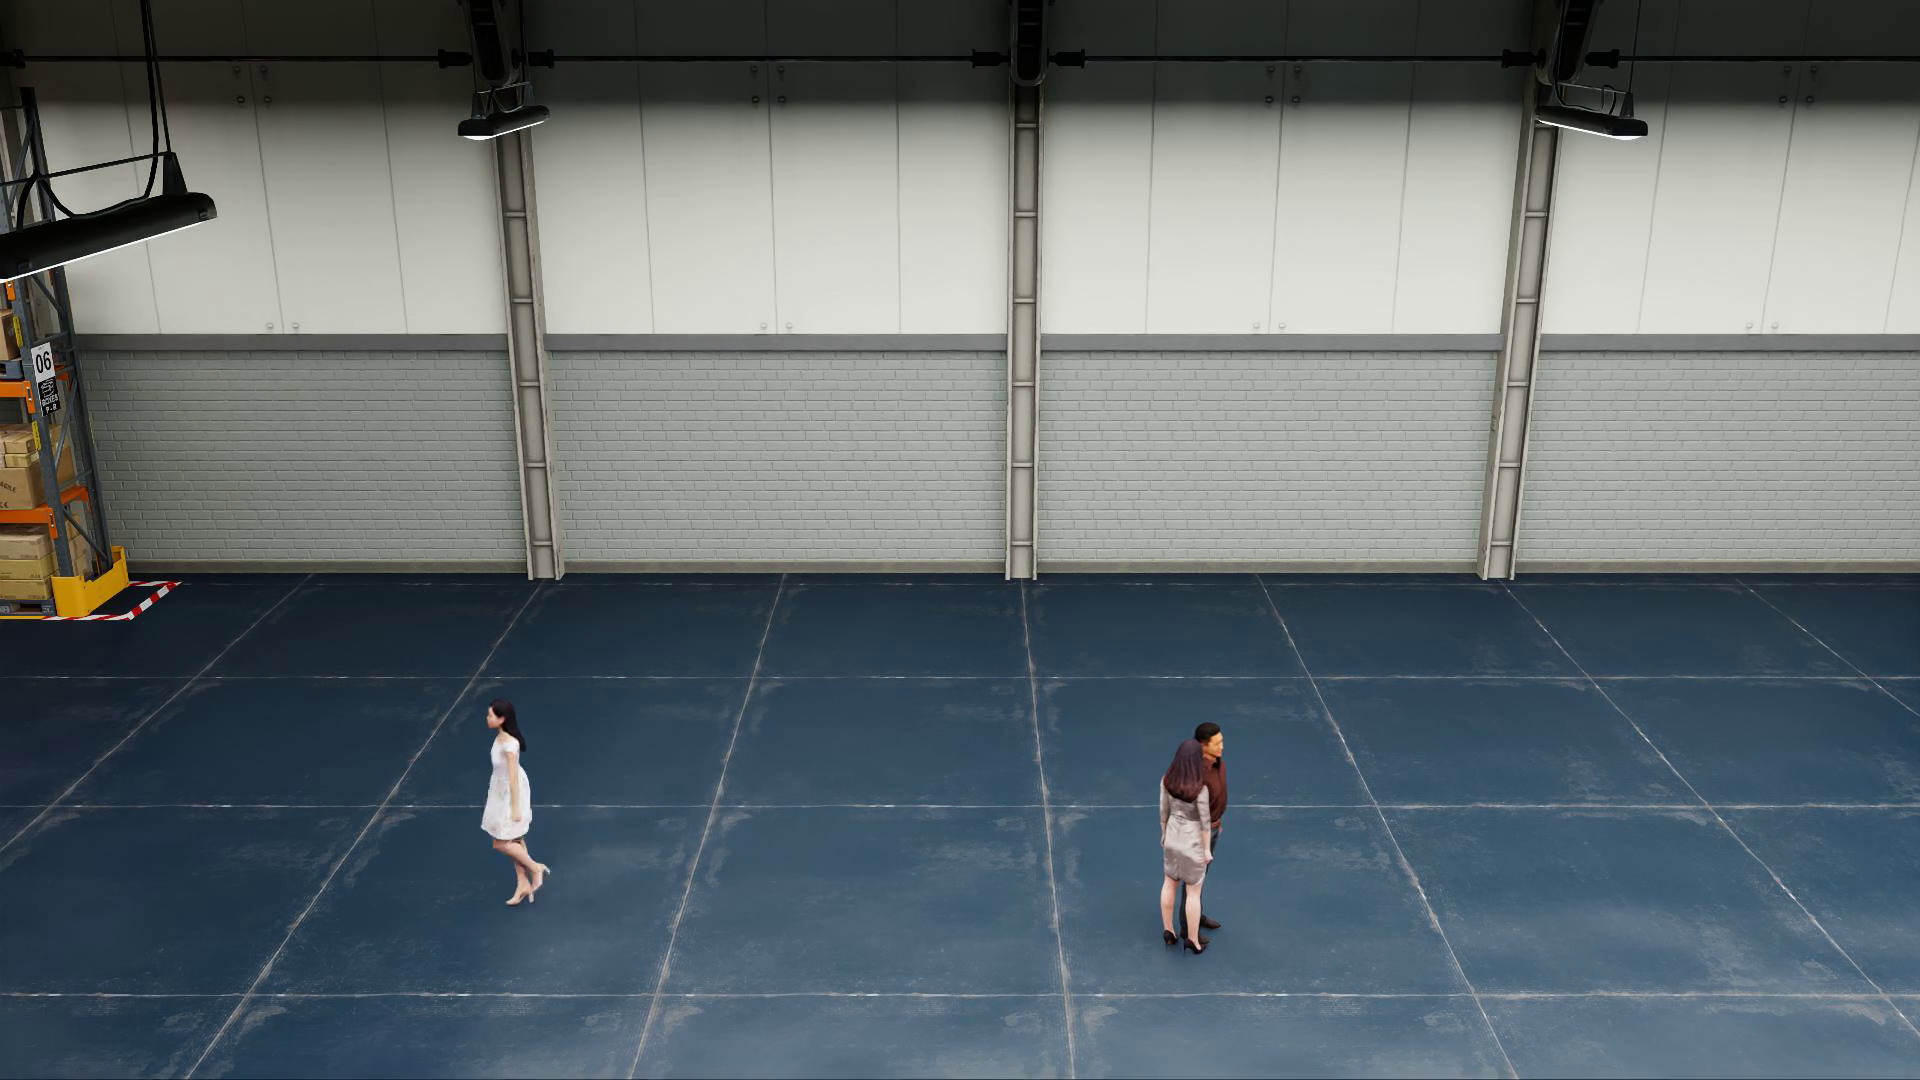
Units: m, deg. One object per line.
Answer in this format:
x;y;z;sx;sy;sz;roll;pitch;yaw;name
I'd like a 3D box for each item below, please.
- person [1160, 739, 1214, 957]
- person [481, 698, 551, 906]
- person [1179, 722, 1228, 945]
1.691;2.307;12.516;0.655;1.746;0.726;16;24;40;person
-3.476;2.073;13.200;0.839;1.767;0.759;-7;19;-20;person
1.851;2.213;12.748;0.702;1.781;0.713;10;21;28;person
